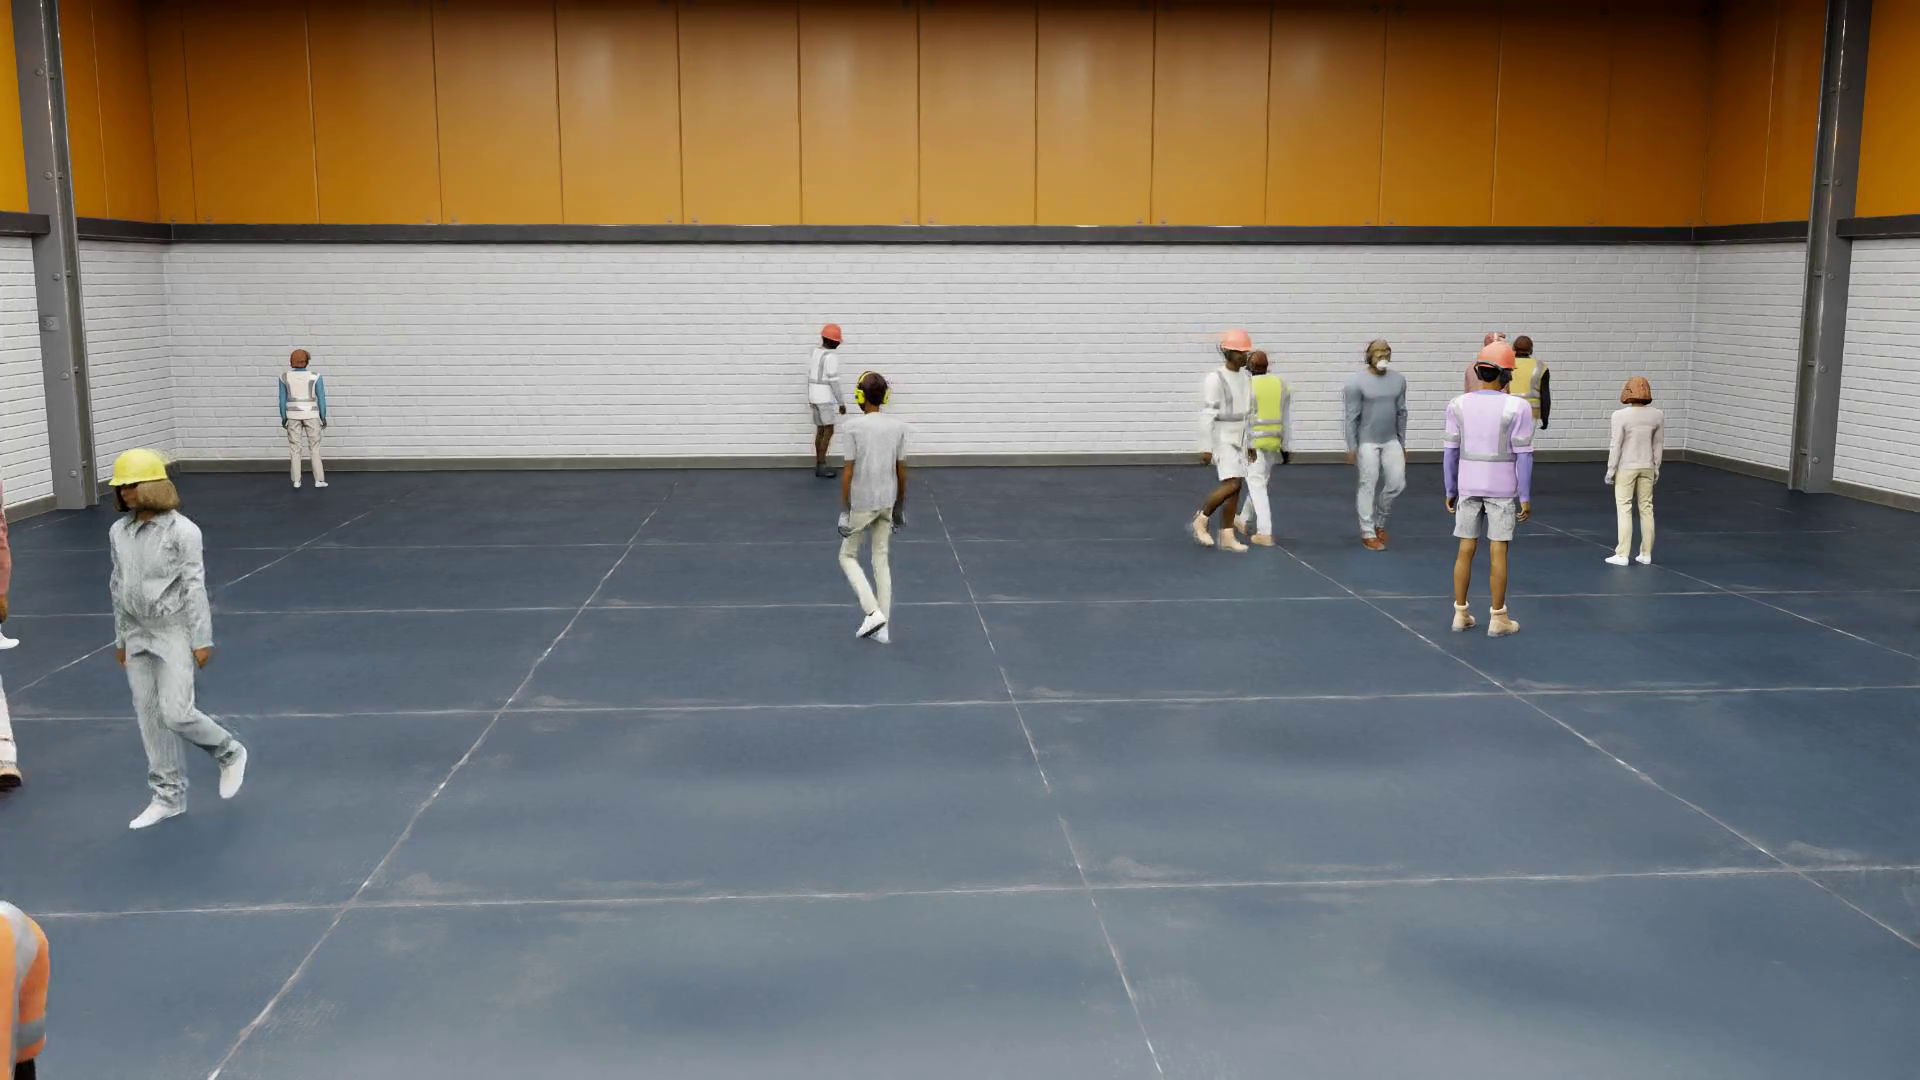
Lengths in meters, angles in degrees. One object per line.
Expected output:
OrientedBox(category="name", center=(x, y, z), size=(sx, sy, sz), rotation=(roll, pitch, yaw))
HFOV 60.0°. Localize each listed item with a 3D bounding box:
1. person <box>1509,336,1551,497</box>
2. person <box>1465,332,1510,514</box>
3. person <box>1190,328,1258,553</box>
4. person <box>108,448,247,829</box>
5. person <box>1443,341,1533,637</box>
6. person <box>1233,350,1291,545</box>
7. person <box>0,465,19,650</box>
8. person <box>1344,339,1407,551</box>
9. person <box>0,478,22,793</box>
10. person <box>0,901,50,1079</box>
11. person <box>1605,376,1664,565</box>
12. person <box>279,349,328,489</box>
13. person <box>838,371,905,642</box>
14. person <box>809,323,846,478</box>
OrientedBox(category="person", center=(6.414, -1.424, 19.024), size=(0.647, 1.803, 0.876), rotation=(4, 10, 23))
OrientedBox(category="person", center=(5.569, -1.226, 17.487), size=(0.400, 1.905, 0.644), rotation=(-2, 9, -14))
OrientedBox(category="person", center=(2.433, -0.887, 14.967), size=(0.488, 2.026, 0.618), rotation=(8, 12, 42))
OrientedBox(category="person", center=(-3.614, 0.435, 7.602), size=(0.486, 1.735, 0.471), rotation=(3, 10, 21))
OrientedBox(category="person", center=(3.678, -0.354, 11.572), size=(0.615, 2.042, 0.375), rotation=(7, 12, 39))
OrientedBox(category="person", center=(2.738, -0.884, 15.677), size=(0.661, 1.790, 0.951), rotation=(-4, 10, -24))
OrientedBox(category="person", center=(-6.588, -0.201, 10.967), size=(0.589, 1.930, 0.356), rotation=(0, 9, -1))
OrientedBox(category="person", center=(3.780, -0.858, 15.094), size=(0.660, 1.928, 0.430), rotation=(-3, 10, -18))
OrientedBox(category="person", center=(-4.853, 0.268, 7.976), size=(0.615, 1.932, 1.049), rotation=(-8, 12, -39))
OrientedBox(category="person", center=(-1.849, 1.214, 2.930), size=(0.542, 1.668, 0.593), rotation=(1, 9, 8))
OrientedBox(category="person", center=(5.818, -0.594, 14.361), size=(0.506, 1.632, 0.268), rotation=(-2, 9, -11))
OrientedBox(category="person", center=(-7.695, -1.413, 19.497), size=(0.522, 1.636, 0.311), rotation=(-1, 9, -8))
OrientedBox(category="person", center=(-0.619, -0.219, 11.315), size=(0.560, 1.853, 0.390), rotation=(-6, 11, -34))
OrientedBox(category="person", center=(-1.657, -1.734, 20.702), size=(0.458, 1.903, 0.859), rotation=(-4, 10, -26))
